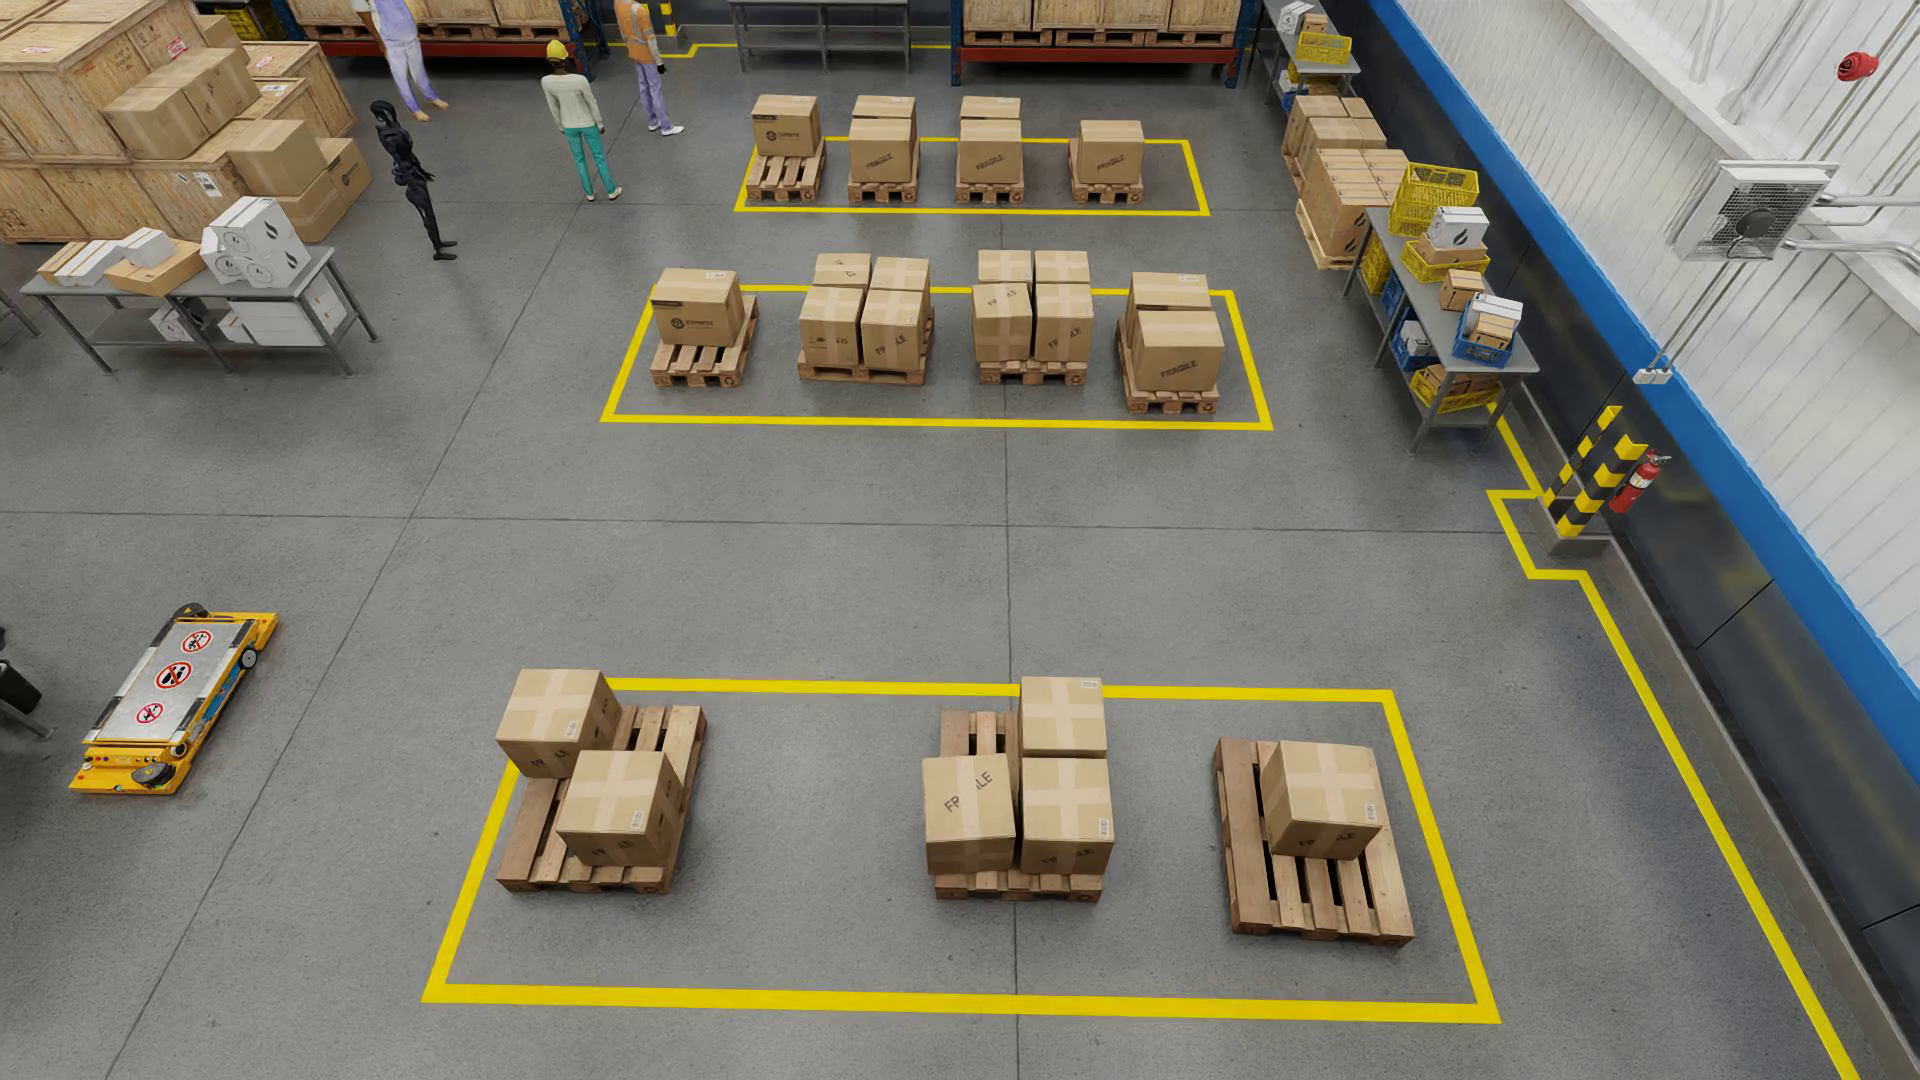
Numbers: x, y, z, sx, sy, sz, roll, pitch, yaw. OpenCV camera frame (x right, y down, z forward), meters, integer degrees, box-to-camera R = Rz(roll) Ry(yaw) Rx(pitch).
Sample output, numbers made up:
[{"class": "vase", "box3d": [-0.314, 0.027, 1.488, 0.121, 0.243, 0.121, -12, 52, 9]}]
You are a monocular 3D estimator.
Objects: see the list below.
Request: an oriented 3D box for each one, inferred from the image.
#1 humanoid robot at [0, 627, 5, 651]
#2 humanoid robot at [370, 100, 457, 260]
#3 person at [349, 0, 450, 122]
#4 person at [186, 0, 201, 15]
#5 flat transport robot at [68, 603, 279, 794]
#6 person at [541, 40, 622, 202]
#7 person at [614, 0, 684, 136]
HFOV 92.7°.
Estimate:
[{"class": "humanoid robot", "box3d": [-7.307, 0.283, 6.196, 0.612, 1.657, 0.318, -17, 52, -14]}, {"class": "humanoid robot", "box3d": [-5.729, -3.777, 9.631, 0.321, 1.657, 0.608, -13, 51, -11]}, {"class": "person", "box3d": [-7.154, -6.455, 11.670, 0.536, 2.000, 0.674, 16, 52, 13]}, {"class": "person", "box3d": [-10.205, -6.717, 11.955, 0.698, 1.950, 0.421, -25, 54, -20]}, {"class": "flat transport robot", "box3d": [-5.504, 1.072, 6.442, 0.652, 0.197, 1.431, 1, 50, 1]}, {"class": "person", "box3d": [-4.299, -4.699, 10.361, 0.524, 1.768, 0.306, -4, 50, -3]}, {"class": "person", "box3d": [-3.913, -6.038, 11.389, 0.585, 1.928, 0.366, 31, 57, 24]}]
